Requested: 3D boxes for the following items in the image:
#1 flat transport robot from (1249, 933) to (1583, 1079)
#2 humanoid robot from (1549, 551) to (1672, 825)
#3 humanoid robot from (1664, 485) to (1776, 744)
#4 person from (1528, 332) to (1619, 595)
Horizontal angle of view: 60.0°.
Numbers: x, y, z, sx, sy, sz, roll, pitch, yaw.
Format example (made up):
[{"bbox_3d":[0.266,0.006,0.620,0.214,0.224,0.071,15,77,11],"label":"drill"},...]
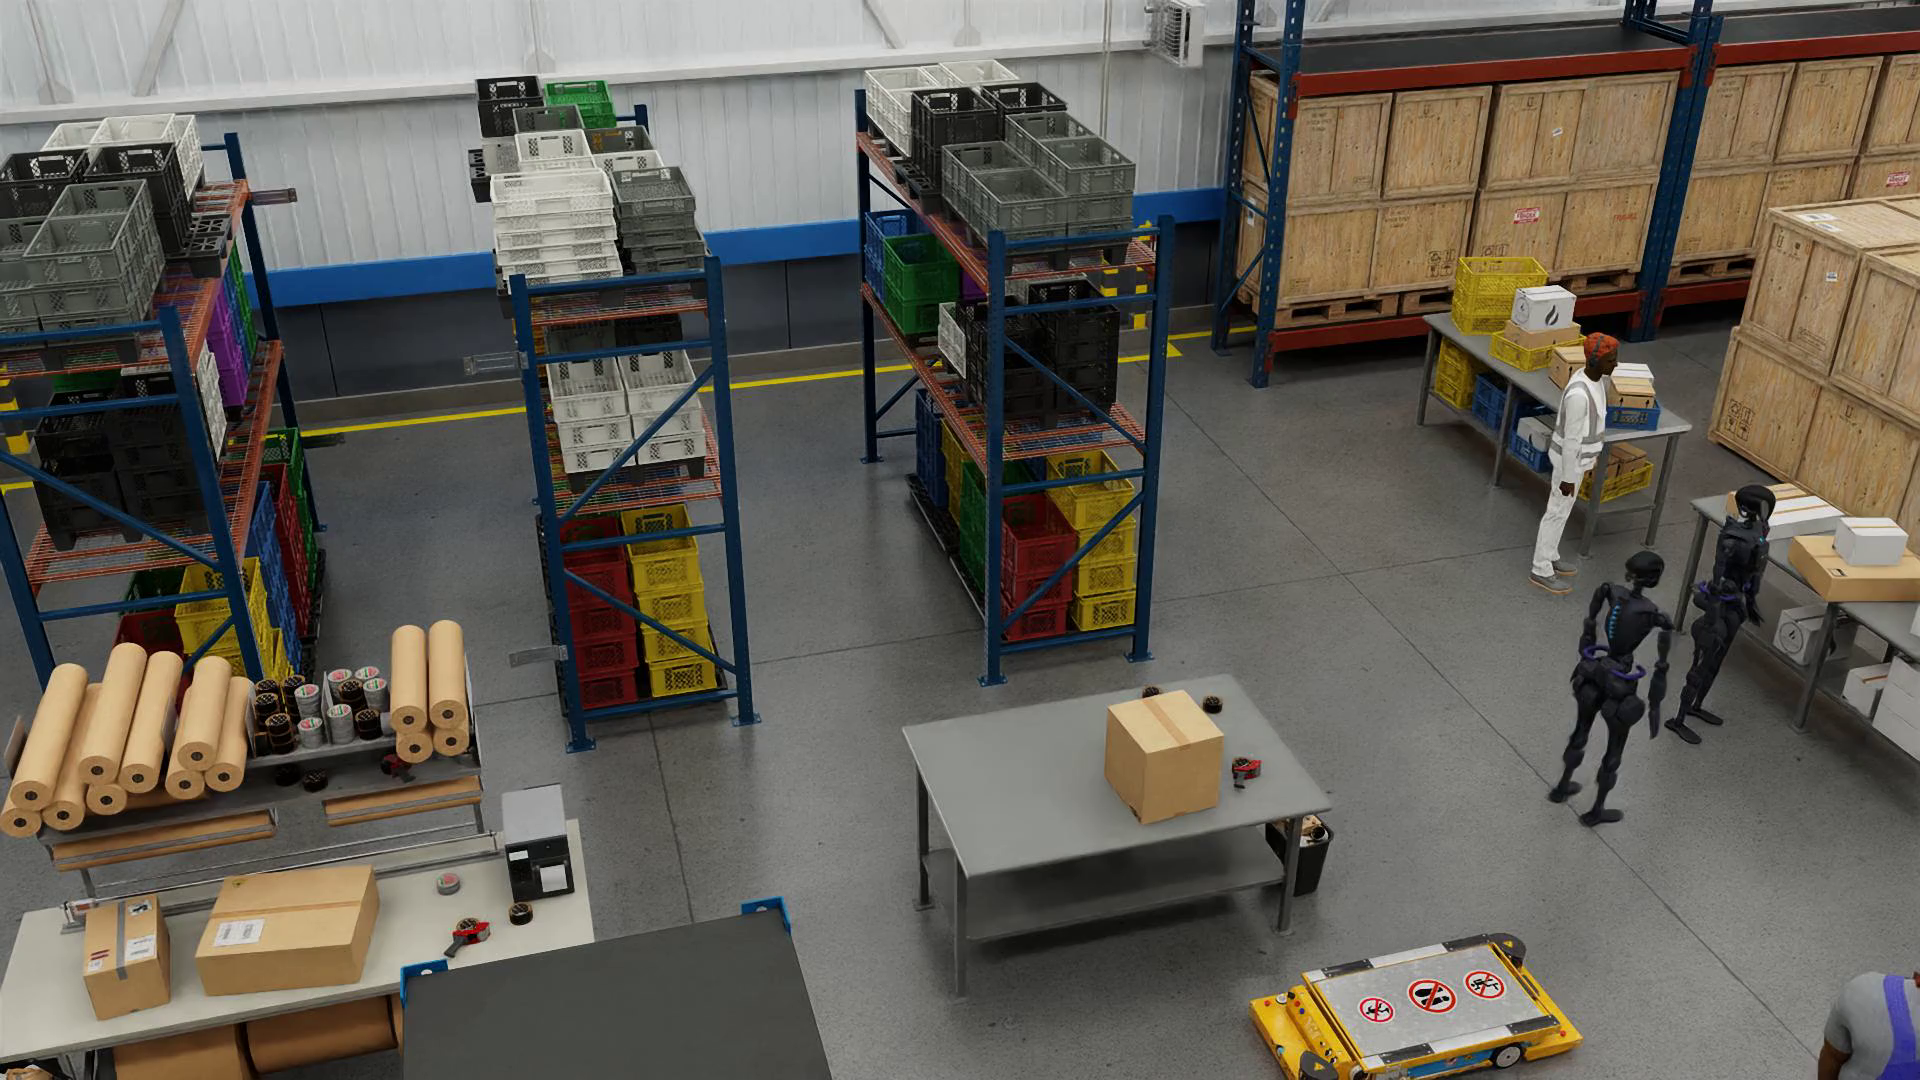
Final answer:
[{"bbox_3d":[2.184,2.282,7.980,1.431,0.197,0.652,-8,30,-14],"label":"flat transport robot"},{"bbox_3d":[3.634,0.797,9.237,0.320,1.655,0.612,-15,32,-25],"label":"humanoid robot"},{"bbox_3d":[4.565,0.427,9.906,0.609,1.659,0.313,-23,36,-35],"label":"humanoid robot"},{"bbox_3d":[4.236,-0.543,11.473,0.337,1.882,0.583,14,32,24],"label":"person"}]
